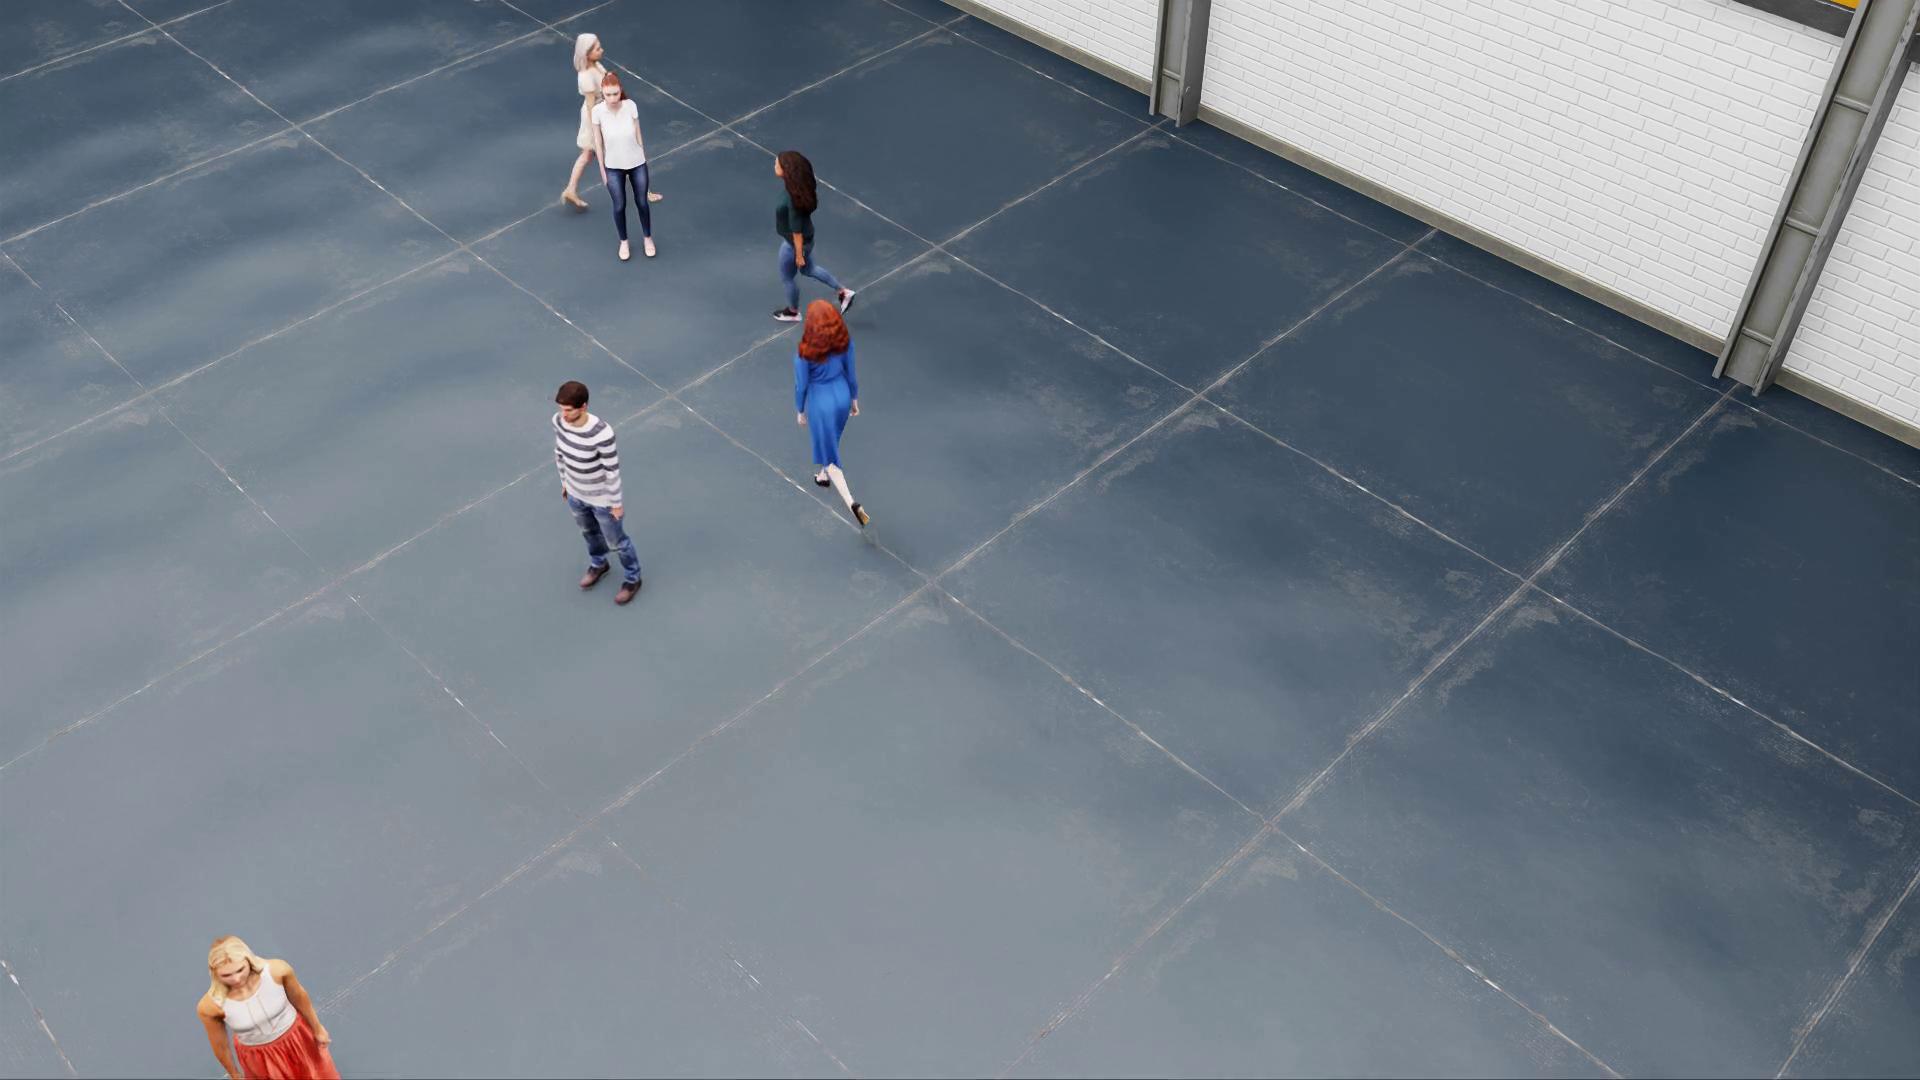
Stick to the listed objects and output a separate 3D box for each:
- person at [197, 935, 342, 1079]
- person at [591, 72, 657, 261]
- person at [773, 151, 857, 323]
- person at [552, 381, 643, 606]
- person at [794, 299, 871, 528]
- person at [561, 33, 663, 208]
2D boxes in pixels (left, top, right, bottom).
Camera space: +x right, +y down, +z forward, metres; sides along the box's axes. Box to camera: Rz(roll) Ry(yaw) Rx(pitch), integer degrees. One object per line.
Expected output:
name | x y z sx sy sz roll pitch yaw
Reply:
person | -3.386 2.489 8.227 0.661 1.802 0.617 -27 50 -26
person | -2.872 -3.212 14.258 0.637 1.737 0.655 -11 45 -12
person | -1.235 -2.424 13.533 1.030 1.597 0.920 5 44 5
person | -2.453 -0.345 11.171 0.544 1.844 0.750 23 48 22
person | -0.884 -0.851 11.734 0.799 1.801 1.153 -23 48 -22
person | -3.298 -3.671 14.775 1.044 1.689 1.149 -10 45 -10
